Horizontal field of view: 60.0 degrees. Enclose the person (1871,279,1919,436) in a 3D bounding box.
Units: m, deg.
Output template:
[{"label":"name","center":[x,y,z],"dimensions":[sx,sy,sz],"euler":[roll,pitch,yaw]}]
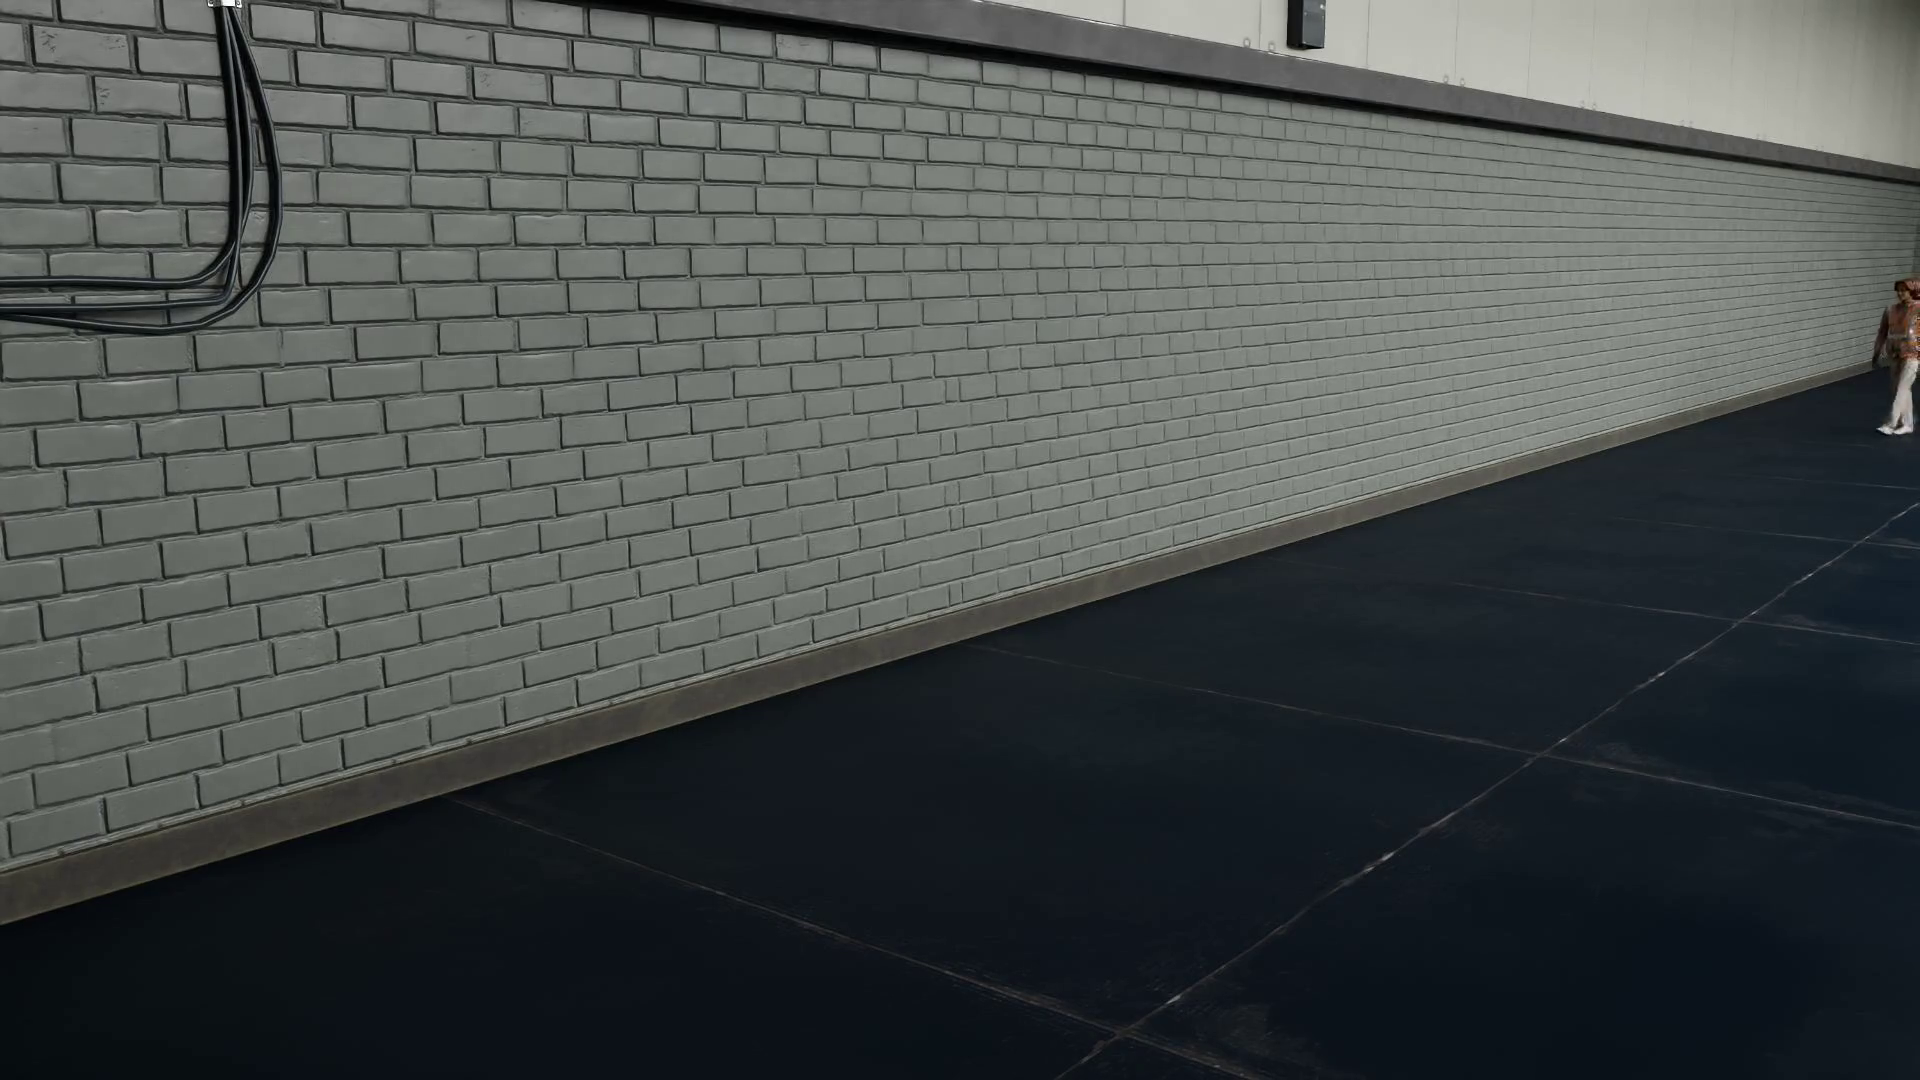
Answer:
[{"label":"person","center":[9.588,-1.857,17.011],"dimensions":[0.809,1.599,0.545],"euler":[-4,11,-22]}]
